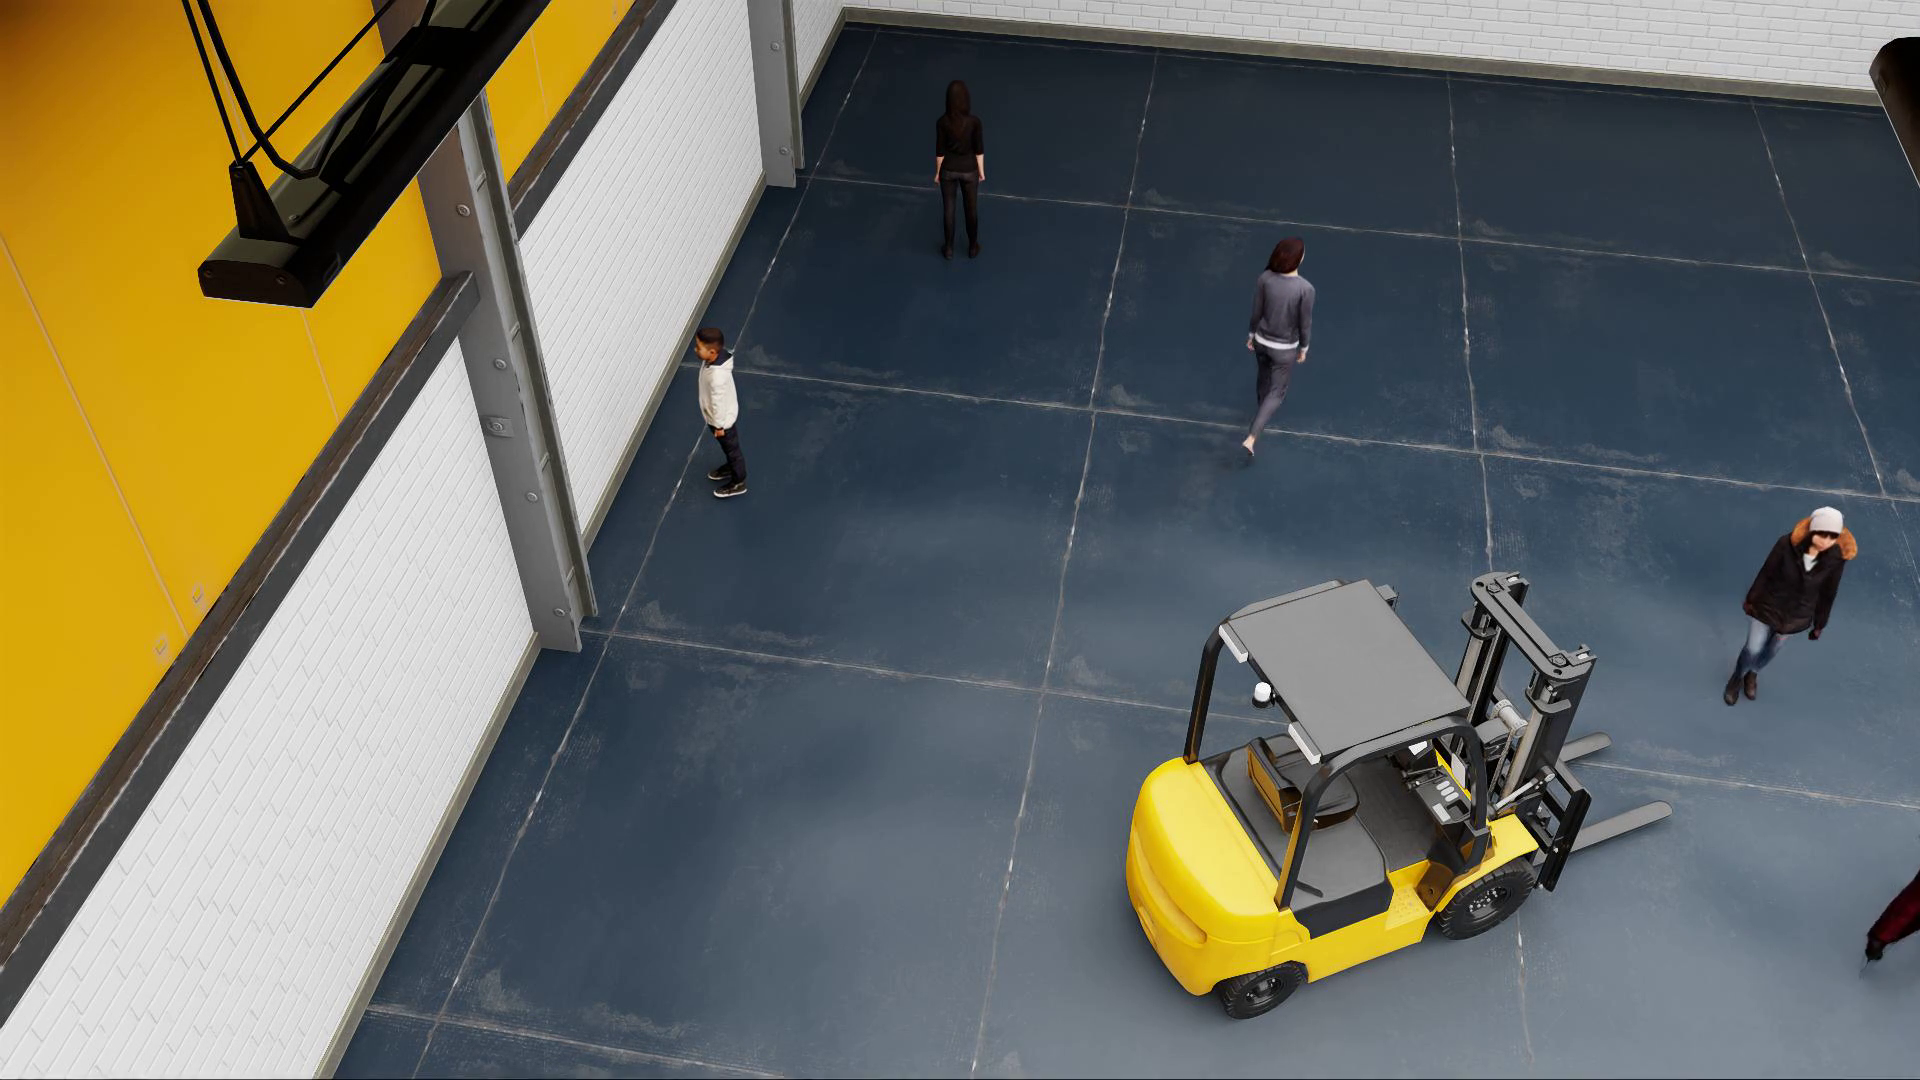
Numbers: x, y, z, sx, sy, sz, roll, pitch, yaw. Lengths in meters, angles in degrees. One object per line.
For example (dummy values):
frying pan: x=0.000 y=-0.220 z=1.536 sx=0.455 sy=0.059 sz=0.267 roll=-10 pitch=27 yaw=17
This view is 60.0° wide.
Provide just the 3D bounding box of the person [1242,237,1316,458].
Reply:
person: x=2.308 y=-1.417 z=12.352 sx=0.894 sy=1.743 sz=1.143 roll=25 pitch=49 yaw=24

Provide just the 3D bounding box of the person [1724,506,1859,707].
person: x=5.237 y=0.364 z=10.569 sx=0.648 sy=1.624 sz=0.631 roll=11 pitch=45 yaw=12

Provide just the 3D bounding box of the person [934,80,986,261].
person: x=-0.008 y=-3.158 z=14.254 sx=0.620 sy=1.641 sz=0.568 roll=-1 pitch=44 yaw=-1

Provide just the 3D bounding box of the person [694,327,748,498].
person: x=-1.728 y=-0.955 z=12.077 sx=0.703 sy=1.453 sz=0.573 roll=-9 pitch=44 yaw=-10
